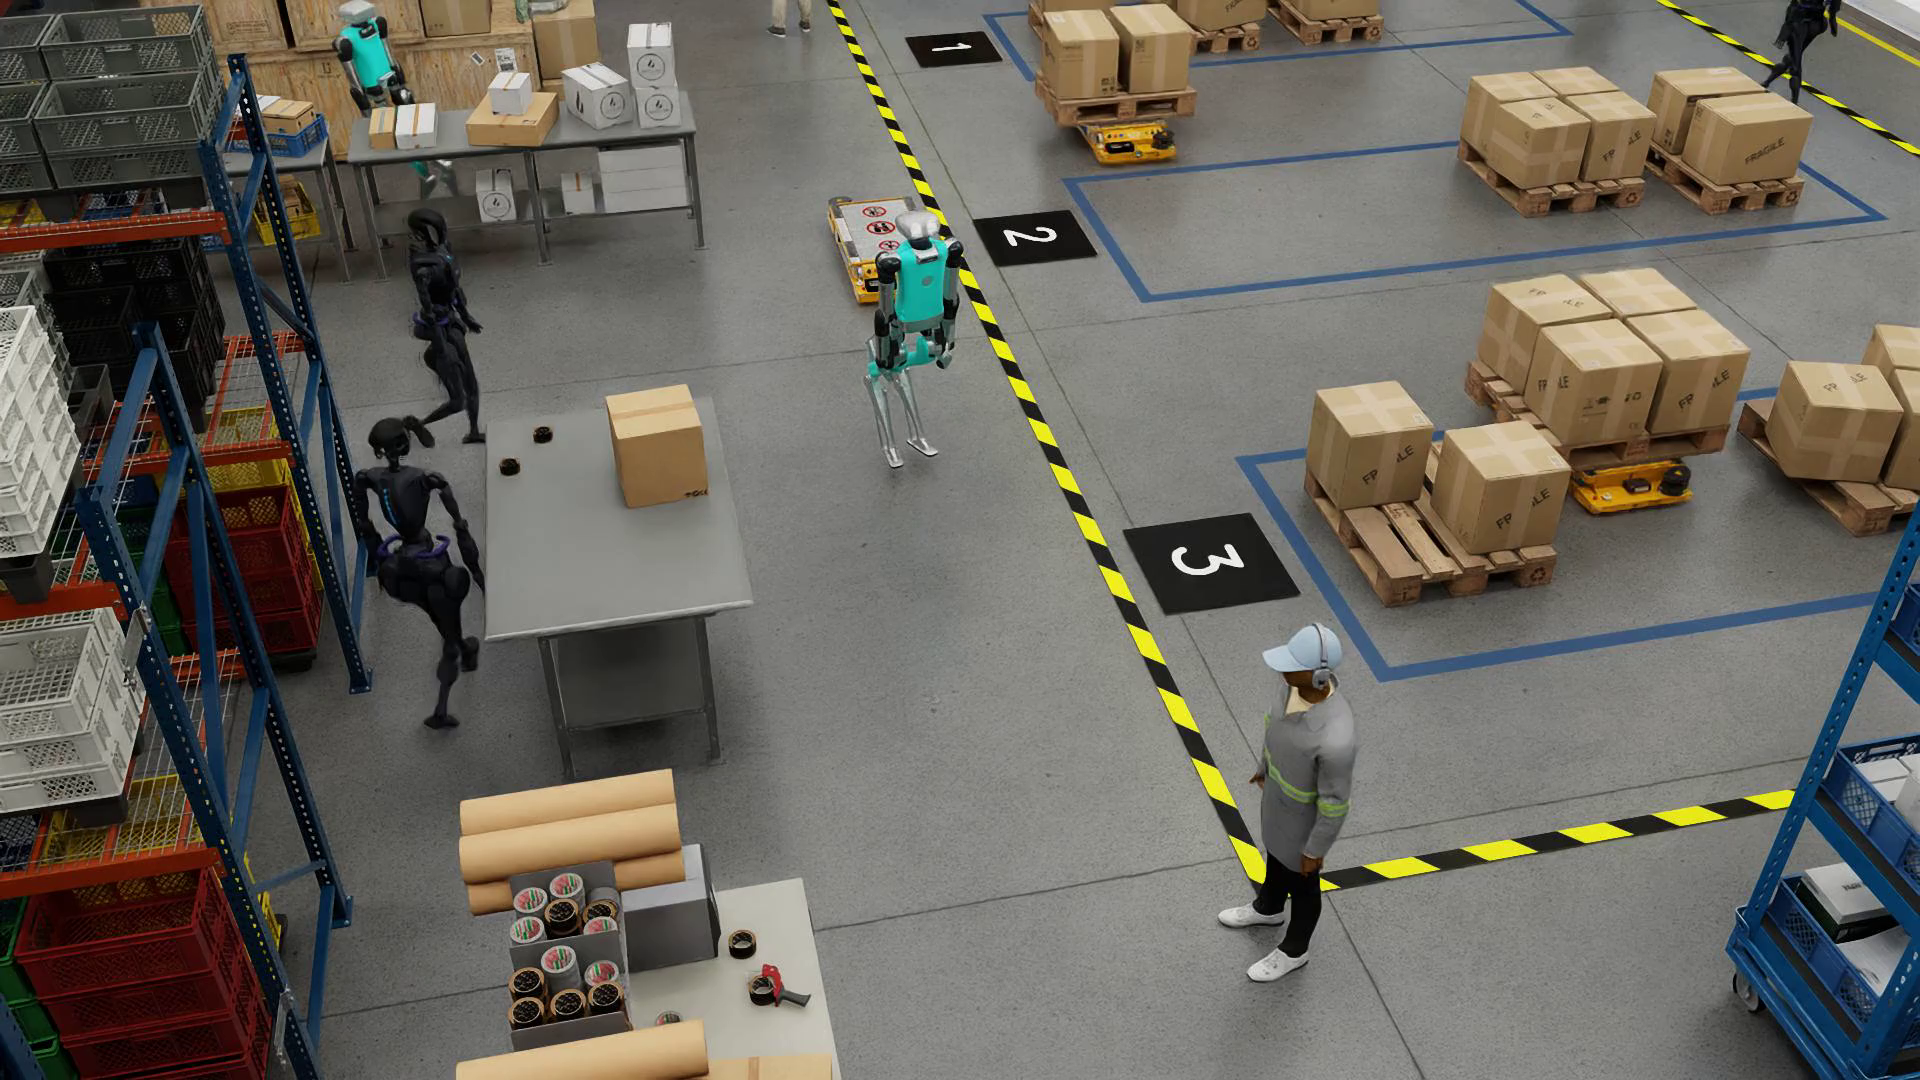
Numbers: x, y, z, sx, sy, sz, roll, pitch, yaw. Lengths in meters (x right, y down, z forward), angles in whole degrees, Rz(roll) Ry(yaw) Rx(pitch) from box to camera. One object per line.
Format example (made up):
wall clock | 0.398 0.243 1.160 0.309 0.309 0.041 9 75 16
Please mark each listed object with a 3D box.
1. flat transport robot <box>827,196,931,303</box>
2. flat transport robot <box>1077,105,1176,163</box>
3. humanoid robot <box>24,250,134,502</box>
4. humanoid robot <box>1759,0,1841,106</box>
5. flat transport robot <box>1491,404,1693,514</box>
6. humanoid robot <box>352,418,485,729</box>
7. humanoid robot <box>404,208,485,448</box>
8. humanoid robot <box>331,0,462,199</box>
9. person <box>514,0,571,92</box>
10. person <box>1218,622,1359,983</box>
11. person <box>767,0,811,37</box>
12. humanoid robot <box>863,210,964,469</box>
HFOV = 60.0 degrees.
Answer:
flat transport robot | -0.570 -2.220 12.538 0.659 0.231 1.431 -8 37 -10
flat transport robot | 1.342 -3.678 14.474 0.652 0.197 1.431 -8 37 -10
humanoid robot | -5.096 -0.956 9.532 0.704 1.714 0.530 20 41 25
humanoid robot | 7.442 -4.561 14.554 0.611 1.618 0.798 -14 39 -18
flat transport robot | 3.918 -0.674 10.437 0.652 0.197 1.431 -8 37 -10
humanoid robot | -2.652 0.149 8.221 0.609 1.638 0.779 5 37 7
humanoid robot | -3.184 -1.269 10.090 0.531 1.643 0.590 0 37 0
humanoid robot | -4.137 -3.118 12.588 0.835 1.859 0.572 13 39 17
person | -3.496 -4.431 14.113 0.412 1.939 0.602 23 42 28
person | 1.345 1.072 6.786 0.395 1.853 0.588 -7 37 -9
person | -1.702 -5.757 16.038 0.564 1.762 0.406 -18 40 -22
humanoid robot | -0.349 -1.254 9.896 0.533 1.677 0.735 -18 40 -23
